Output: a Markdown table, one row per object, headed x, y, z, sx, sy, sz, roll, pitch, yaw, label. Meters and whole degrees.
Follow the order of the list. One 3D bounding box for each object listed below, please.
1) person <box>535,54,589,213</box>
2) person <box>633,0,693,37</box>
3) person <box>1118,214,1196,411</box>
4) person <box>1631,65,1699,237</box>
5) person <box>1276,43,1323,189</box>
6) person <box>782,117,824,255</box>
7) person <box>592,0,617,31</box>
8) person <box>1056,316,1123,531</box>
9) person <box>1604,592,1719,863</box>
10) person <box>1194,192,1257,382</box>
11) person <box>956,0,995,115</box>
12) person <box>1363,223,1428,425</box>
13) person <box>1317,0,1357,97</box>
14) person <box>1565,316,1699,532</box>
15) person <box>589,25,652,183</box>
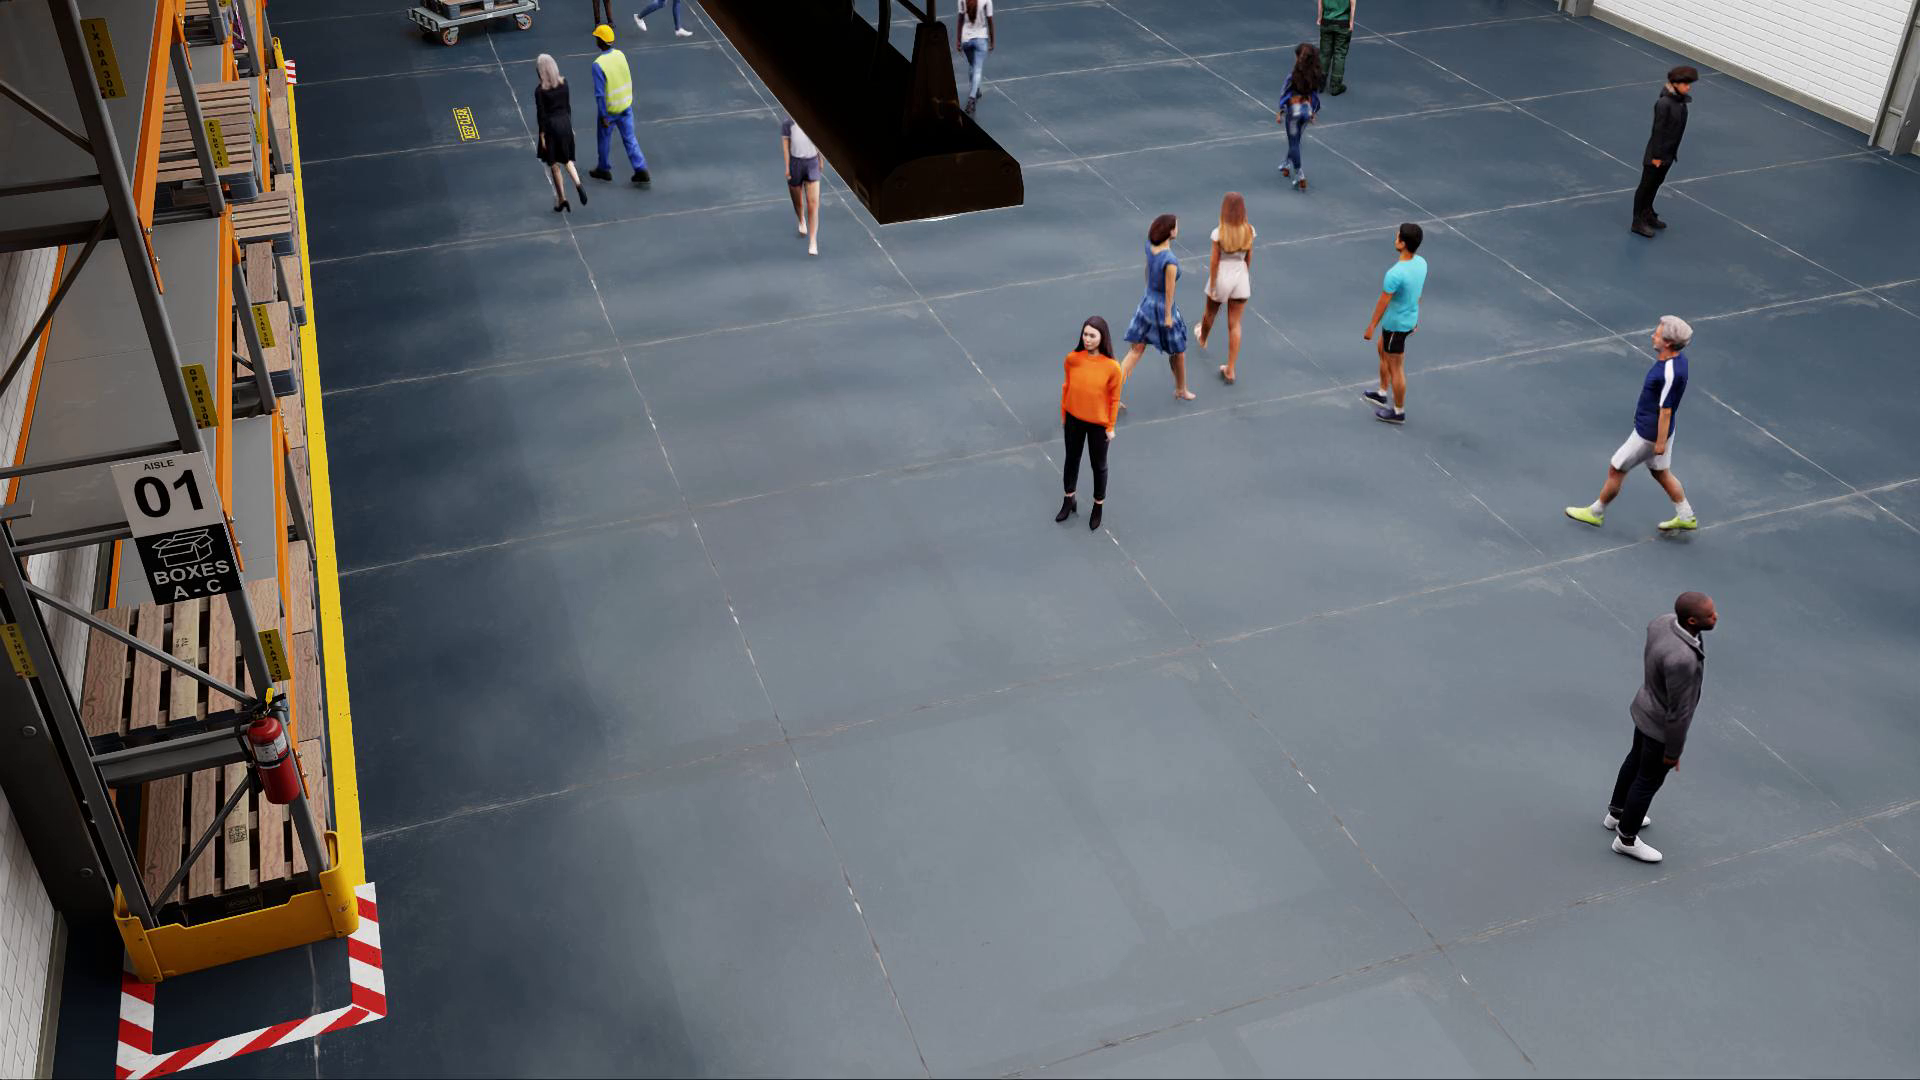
| x | y | z | sx | sy | sz | roll | pitch | yaw | label |
| --- | --- | --- | --- | --- | --- | --- | --- | --- | --- |
| -4.245 | -4.317 | 17.798 | 0.945 | 1.736 | 0.829 | 23 | 40 | 30 | person |
| -4.195 | -7.855 | 23.161 | 1.037 | 1.692 | 1.085 | 7 | 34 | 11 | person |
| 1.597 | -1.874 | 14.095 | 0.779 | 1.766 | 1.076 | -14 | 36 | -20 | person |
| 7.358 | -4.106 | 17.446 | 0.714 | 1.775 | 0.728 | -28 | 43 | -35 | person |
| 3.789 | -4.704 | 18.502 | 0.637 | 1.601 | 0.866 | -12 | 36 | -18 | person |
| -1.637 | -3.832 | 17.186 | 0.772 | 1.606 | 1.119 | -4 | 34 | -5 | person |
| -5.126 | -7.895 | 23.592 | 0.535 | 1.280 | 0.532 | -4 | 34 | -6 | person |
| 0.980 | -0.906 | 12.655 | 0.698 | 1.748 | 0.765 | 16 | 37 | 22 | person |
| 4.049 | 1.052 | 9.646 | 0.868 | 1.818 | 0.731 | 6 | 34 | 8 | person |
| 2.405 | -2.207 | 14.704 | 0.750 | 1.646 | 1.153 | -4 | 34 | -6 | person |
| 0.168 | -6.091 | 20.519 | 1.032 | 1.678 | 1.190 | 9 | 35 | 13 | person |
| 3.759 | -1.773 | 13.948 | 0.865 | 1.761 | 0.795 | 27 | 42 | 34 | person |
| 4.787 | -6.601 | 21.137 | 0.734 | 1.843 | 0.804 | 17 | 37 | 24 | person |
| 5.283 | -0.798 | 12.452 | 1.228 | 1.794 | 1.173 | 15 | 36 | 21 | person |
| -3.783 | -4.806 | 18.490 | 1.160 | 1.784 | 0.991 | 24 | 41 | 32 | person |
